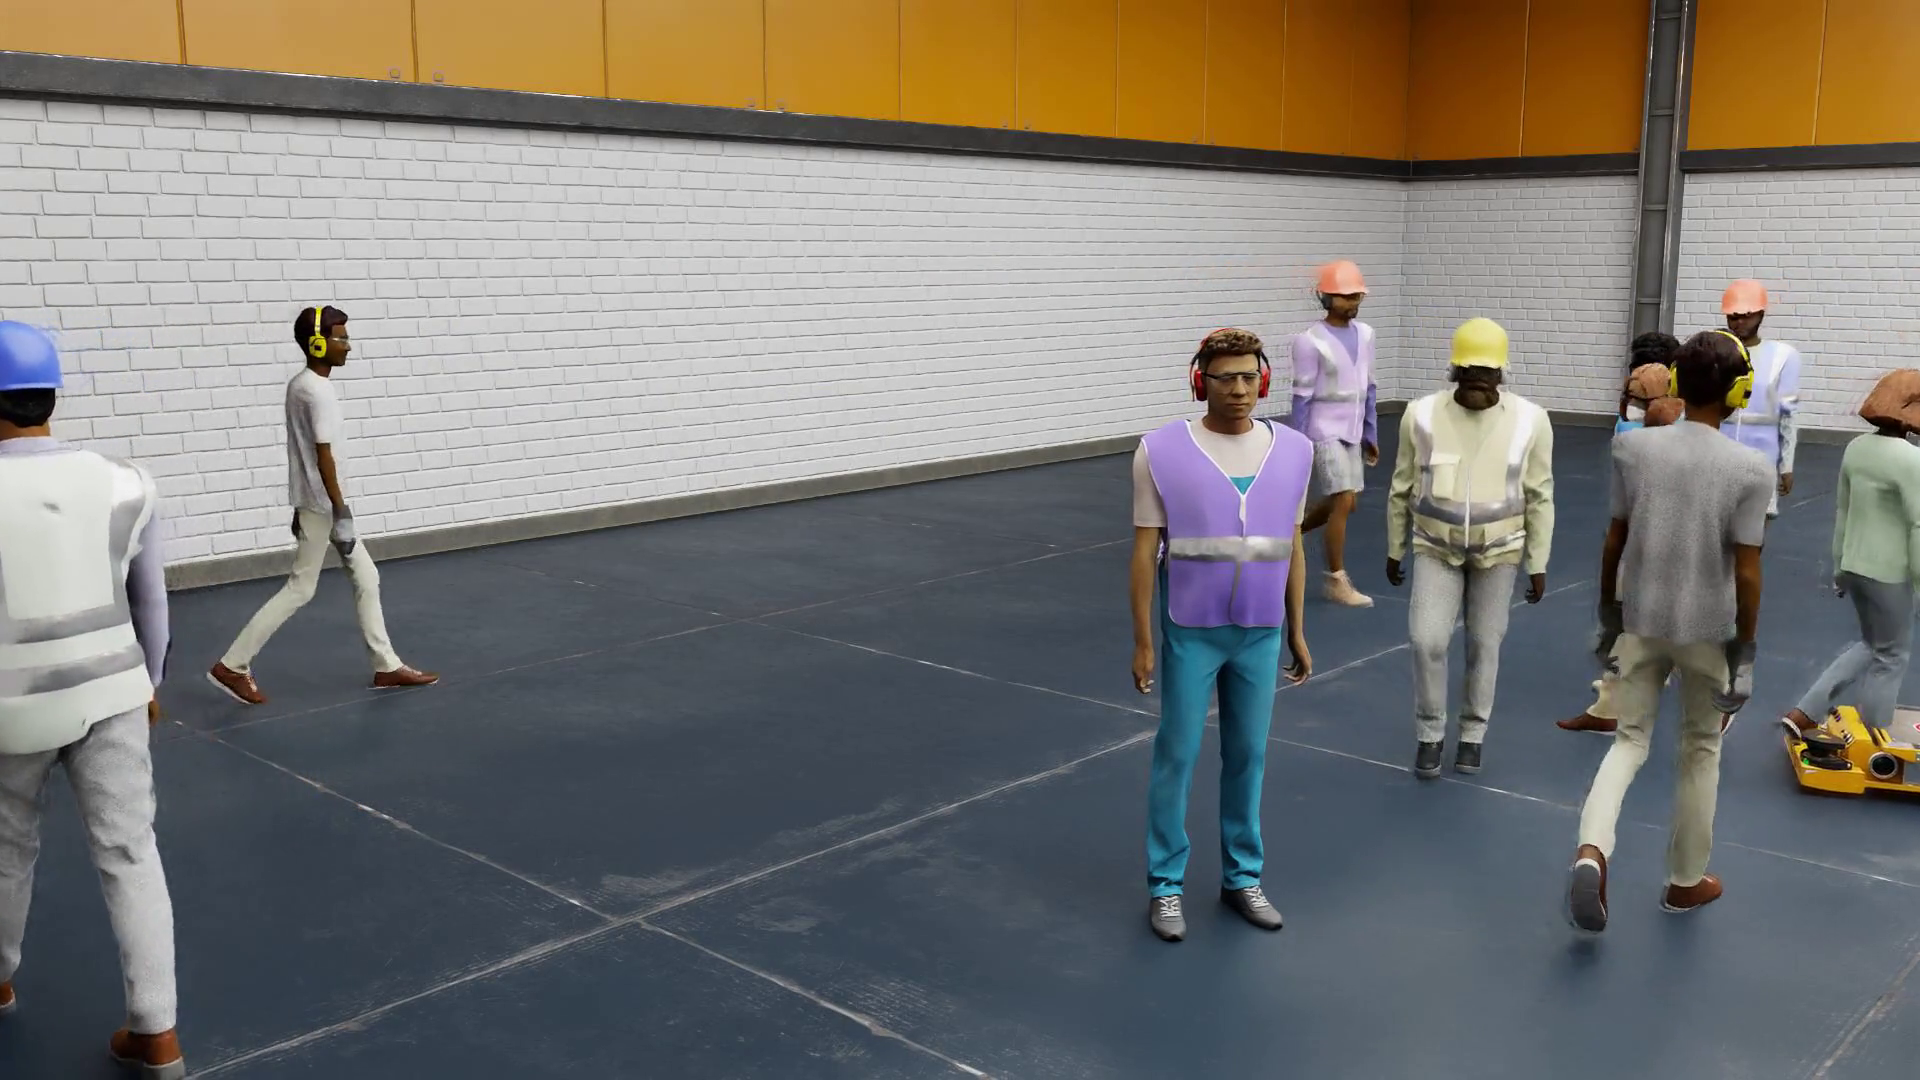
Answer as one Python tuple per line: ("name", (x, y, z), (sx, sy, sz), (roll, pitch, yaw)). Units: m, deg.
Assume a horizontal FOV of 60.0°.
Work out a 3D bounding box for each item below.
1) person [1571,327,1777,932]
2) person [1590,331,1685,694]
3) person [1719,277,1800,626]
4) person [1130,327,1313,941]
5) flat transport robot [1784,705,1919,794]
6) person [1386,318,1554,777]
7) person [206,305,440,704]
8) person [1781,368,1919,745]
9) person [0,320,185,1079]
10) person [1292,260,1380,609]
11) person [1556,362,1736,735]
("person", (2.135, 0.284, 5.027), (0.539, 1.847, 0.764), (9, 14, 42))
("person", (3.174, -0.110, 7.685), (0.535, 1.699, 0.318), (-8, 13, -39))
("person", (4.161, -0.439, 8.924), (0.564, 1.918, 0.404), (6, 11, 29))
("person", (0.784, 0.278, 5.049), (0.571, 1.843, 0.373), (-3, 10, -14))
("flat transport robot", (3.978, 0.837, 6.352), (1.431, 0.197, 0.652), (4, 11, 21))
("person", (1.968, 0.050, 6.450), (0.623, 1.805, 0.561), (3, 10, 18))
("person", (-2.976, -0.156, 7.607), (0.980, 1.827, 0.522), (-4, 11, -23))
("person", (3.548, 0.146, 6.445), (0.414, 1.622, 0.509), (0, 10, 1))
("person", (-2.335, 0.394, 4.254), (1.014, 1.888, 0.644), (9, 14, 43))
("person", (2.146, -0.637, 9.790), (0.614, 2.013, 0.796), (-8, 13, -38))
("person", (2.884, 0.072, 6.862), (0.639, 1.616, 0.521), (3, 10, 16))
